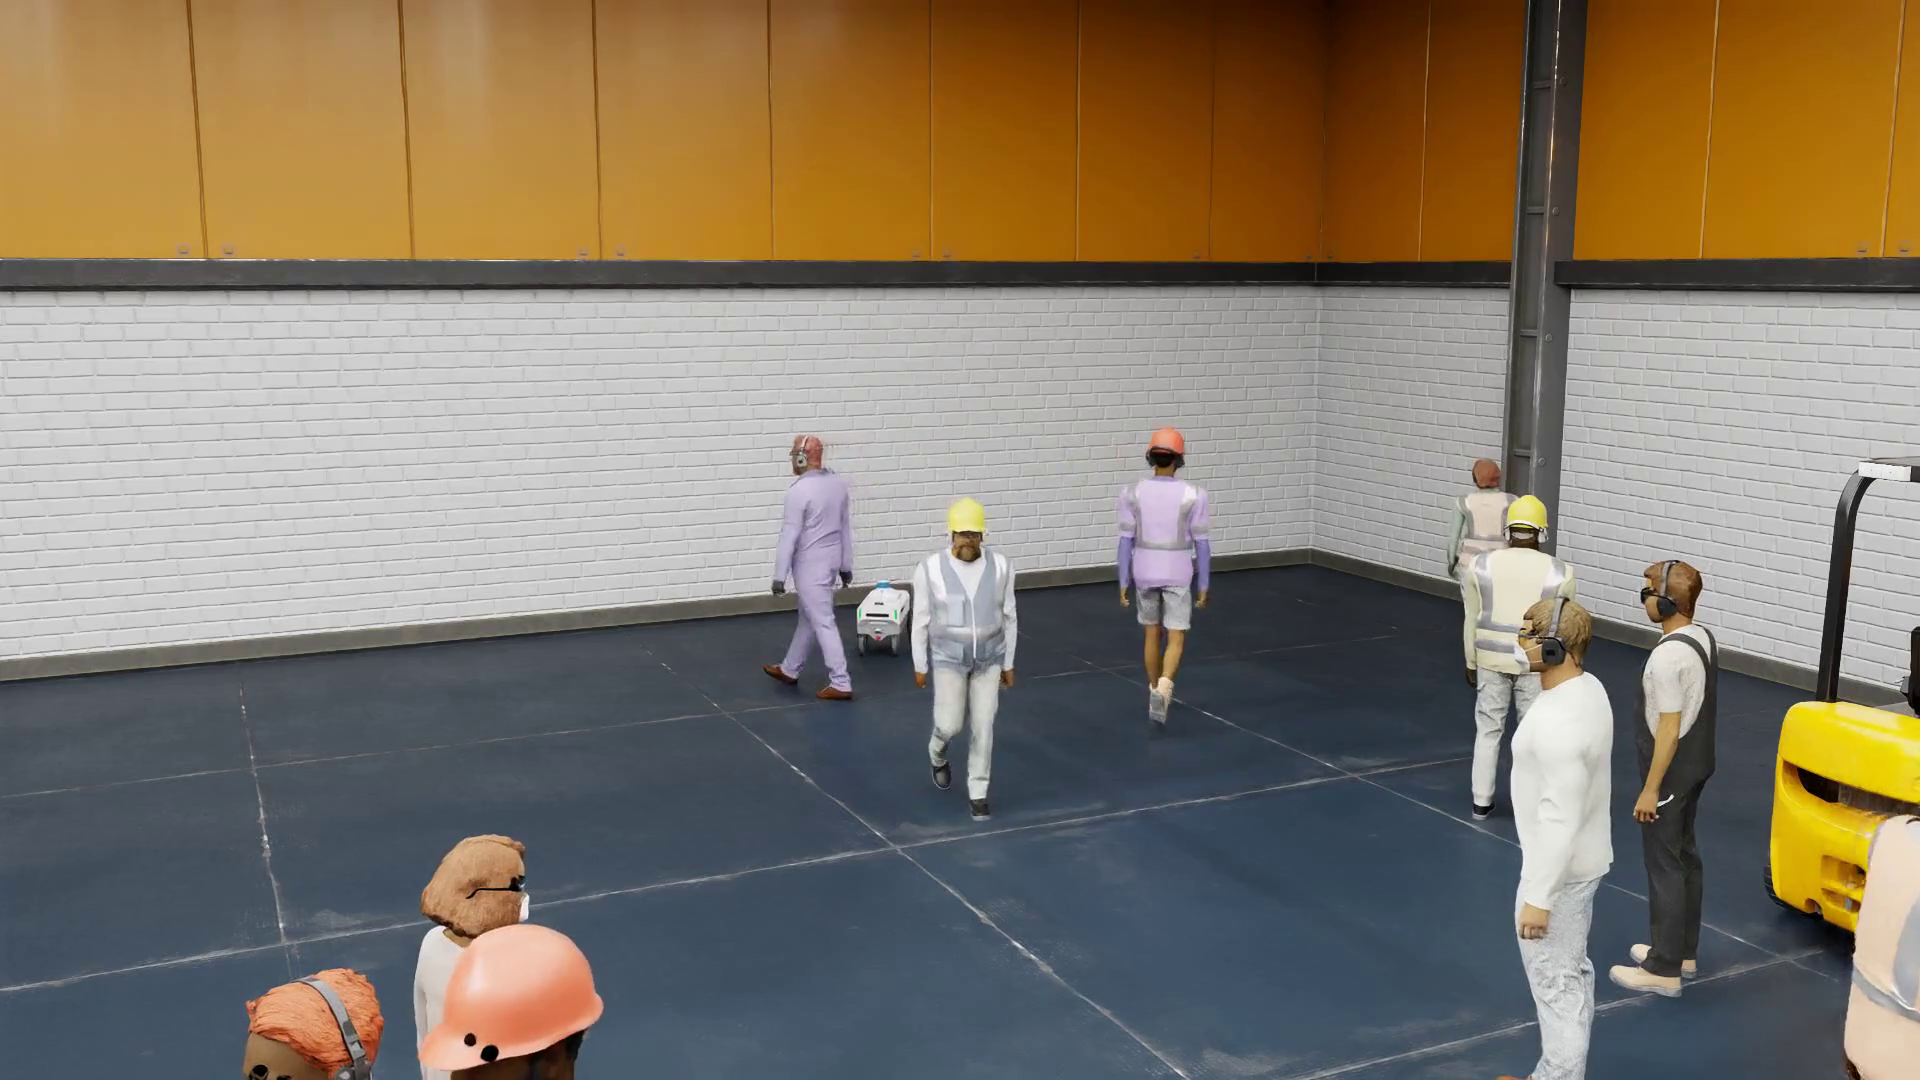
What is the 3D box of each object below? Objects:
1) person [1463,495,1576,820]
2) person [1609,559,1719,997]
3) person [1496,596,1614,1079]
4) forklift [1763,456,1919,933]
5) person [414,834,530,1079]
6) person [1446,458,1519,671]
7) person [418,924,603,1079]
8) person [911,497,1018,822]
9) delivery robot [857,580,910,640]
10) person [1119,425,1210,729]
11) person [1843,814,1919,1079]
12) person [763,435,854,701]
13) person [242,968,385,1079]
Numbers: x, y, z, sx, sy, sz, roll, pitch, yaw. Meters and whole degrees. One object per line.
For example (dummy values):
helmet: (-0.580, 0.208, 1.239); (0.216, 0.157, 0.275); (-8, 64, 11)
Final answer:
person: (3.065, 0.664, 9.141); (0.586, 1.824, 0.404); (4, 10, 25)
person: (2.991, 0.994, 7.013); (0.327, 1.842, 0.517); (8, 12, 40)
person: (2.054, 1.148, 5.759); (0.376, 1.940, 0.629); (5, 10, 27)
forklift: (4.857, 0.731, 7.561); (2.313, 2.155, 1.214); (-4, 10, -25)
person: (-1.206, 1.543, 4.250); (0.278, 1.632, 0.507); (-8, 12, -41)
person: (3.975, 0.189, 12.641); (0.548, 1.625, 0.389); (3, 10, 16)
person: (-0.732, 1.601, 2.961); (0.381, 1.937, 0.547); (-7, 12, -38)
person: (0.020, 0.642, 9.301); (0.592, 1.815, 0.541); (-2, 9, -12)
delivery robot: (-0.613, 0.564, 13.378); (0.477, 0.478, 0.707); (1, 9, 6)
person: (1.350, 0.248, 11.133); (0.617, 2.020, 0.876); (3, 10, 17)
person: (2.630, 1.390, 4.375); (0.731, 1.898, 0.613); (2, 9, 9)
person: (-1.125, 0.193, 11.891); (0.946, 1.873, 0.667); (5, 10, 28)
person: (-1.053, 1.643, 2.866); (0.577, 1.883, 0.353); (5, 10, 28)
